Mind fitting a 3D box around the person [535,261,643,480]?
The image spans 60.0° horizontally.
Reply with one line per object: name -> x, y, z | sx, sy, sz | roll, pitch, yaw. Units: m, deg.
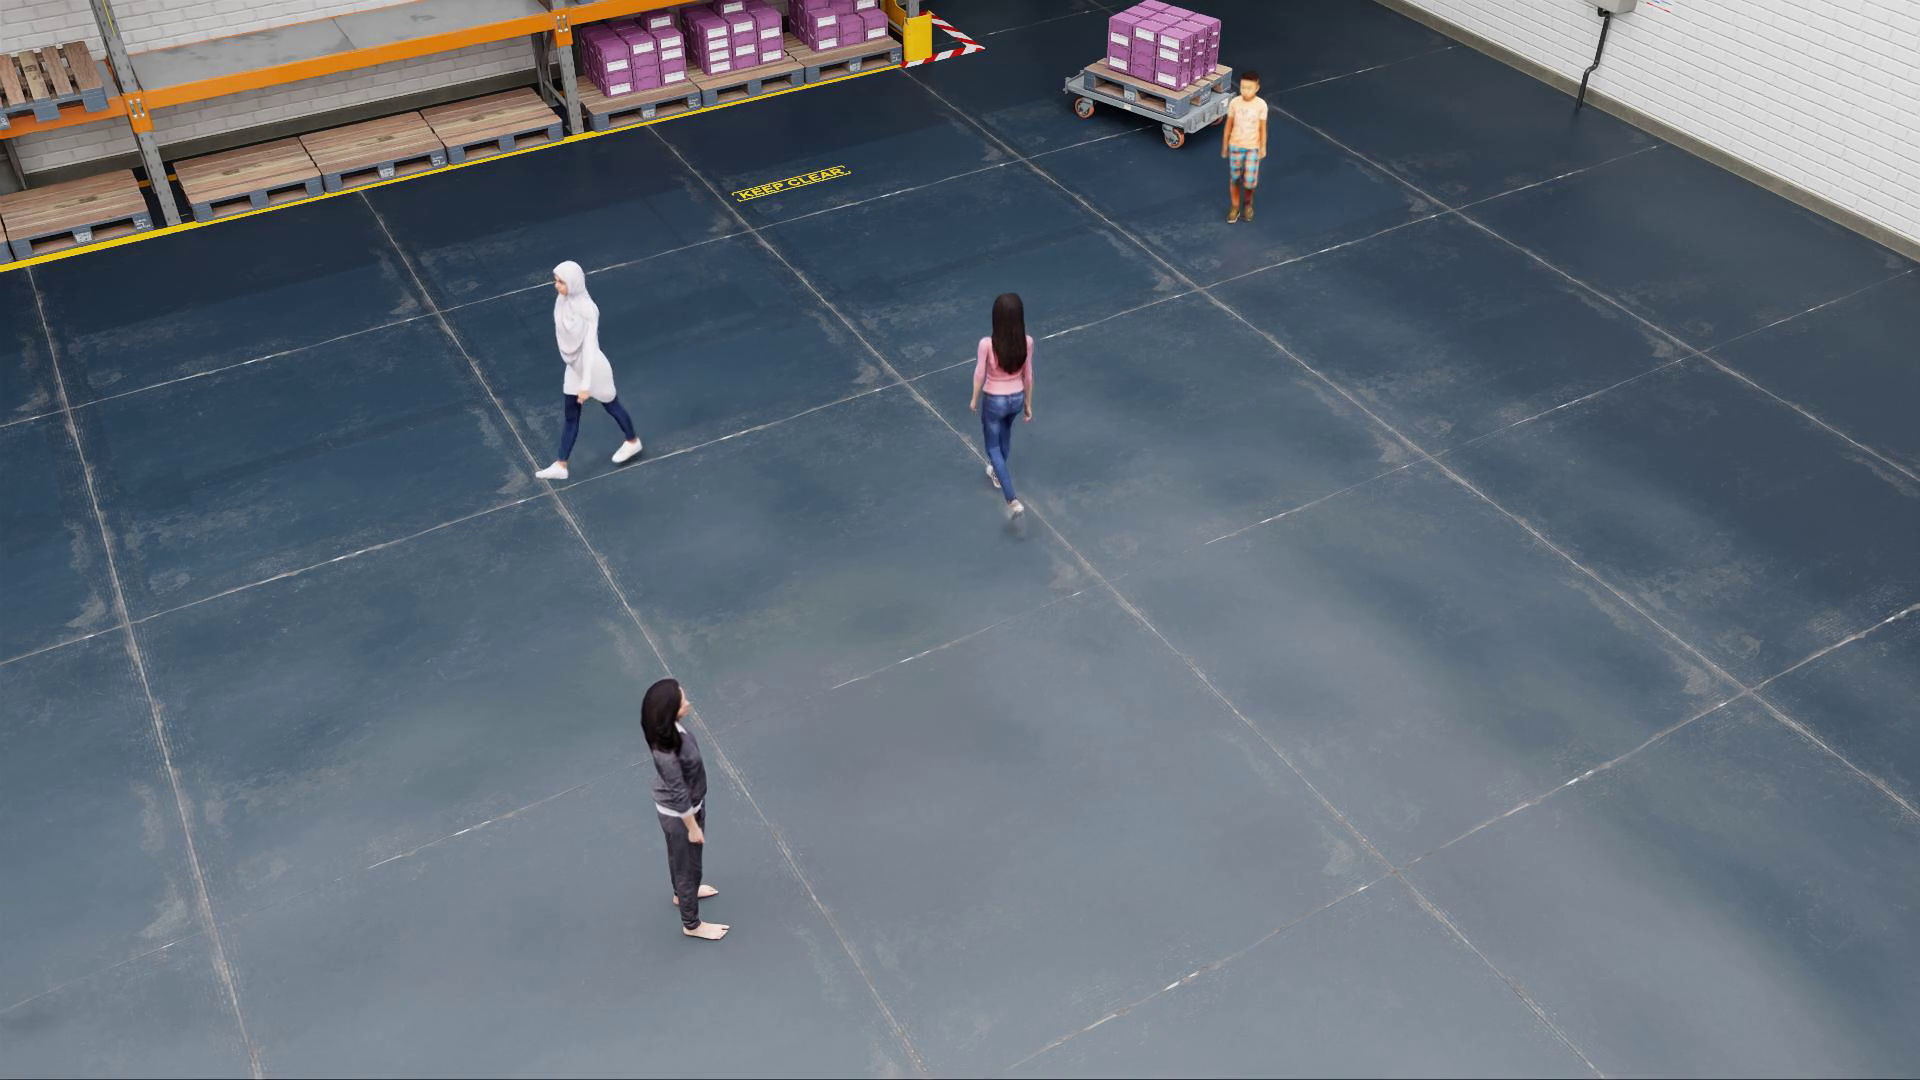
person -> -2.642, -1.253, 12.188 | 0.857, 1.734, 1.184 | 29, 47, 32

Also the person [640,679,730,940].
person -> -1.490, 1.416, 8.822 | 0.578, 1.765, 0.631 | -11, 40, -14

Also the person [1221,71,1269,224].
person -> 2.658, -3.678, 15.447 | 0.661, 1.457, 0.715 | 12, 40, 14

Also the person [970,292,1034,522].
person -> 0.316, -0.925, 11.791 | 1.028, 1.716, 0.754 | -13, 40, -15
